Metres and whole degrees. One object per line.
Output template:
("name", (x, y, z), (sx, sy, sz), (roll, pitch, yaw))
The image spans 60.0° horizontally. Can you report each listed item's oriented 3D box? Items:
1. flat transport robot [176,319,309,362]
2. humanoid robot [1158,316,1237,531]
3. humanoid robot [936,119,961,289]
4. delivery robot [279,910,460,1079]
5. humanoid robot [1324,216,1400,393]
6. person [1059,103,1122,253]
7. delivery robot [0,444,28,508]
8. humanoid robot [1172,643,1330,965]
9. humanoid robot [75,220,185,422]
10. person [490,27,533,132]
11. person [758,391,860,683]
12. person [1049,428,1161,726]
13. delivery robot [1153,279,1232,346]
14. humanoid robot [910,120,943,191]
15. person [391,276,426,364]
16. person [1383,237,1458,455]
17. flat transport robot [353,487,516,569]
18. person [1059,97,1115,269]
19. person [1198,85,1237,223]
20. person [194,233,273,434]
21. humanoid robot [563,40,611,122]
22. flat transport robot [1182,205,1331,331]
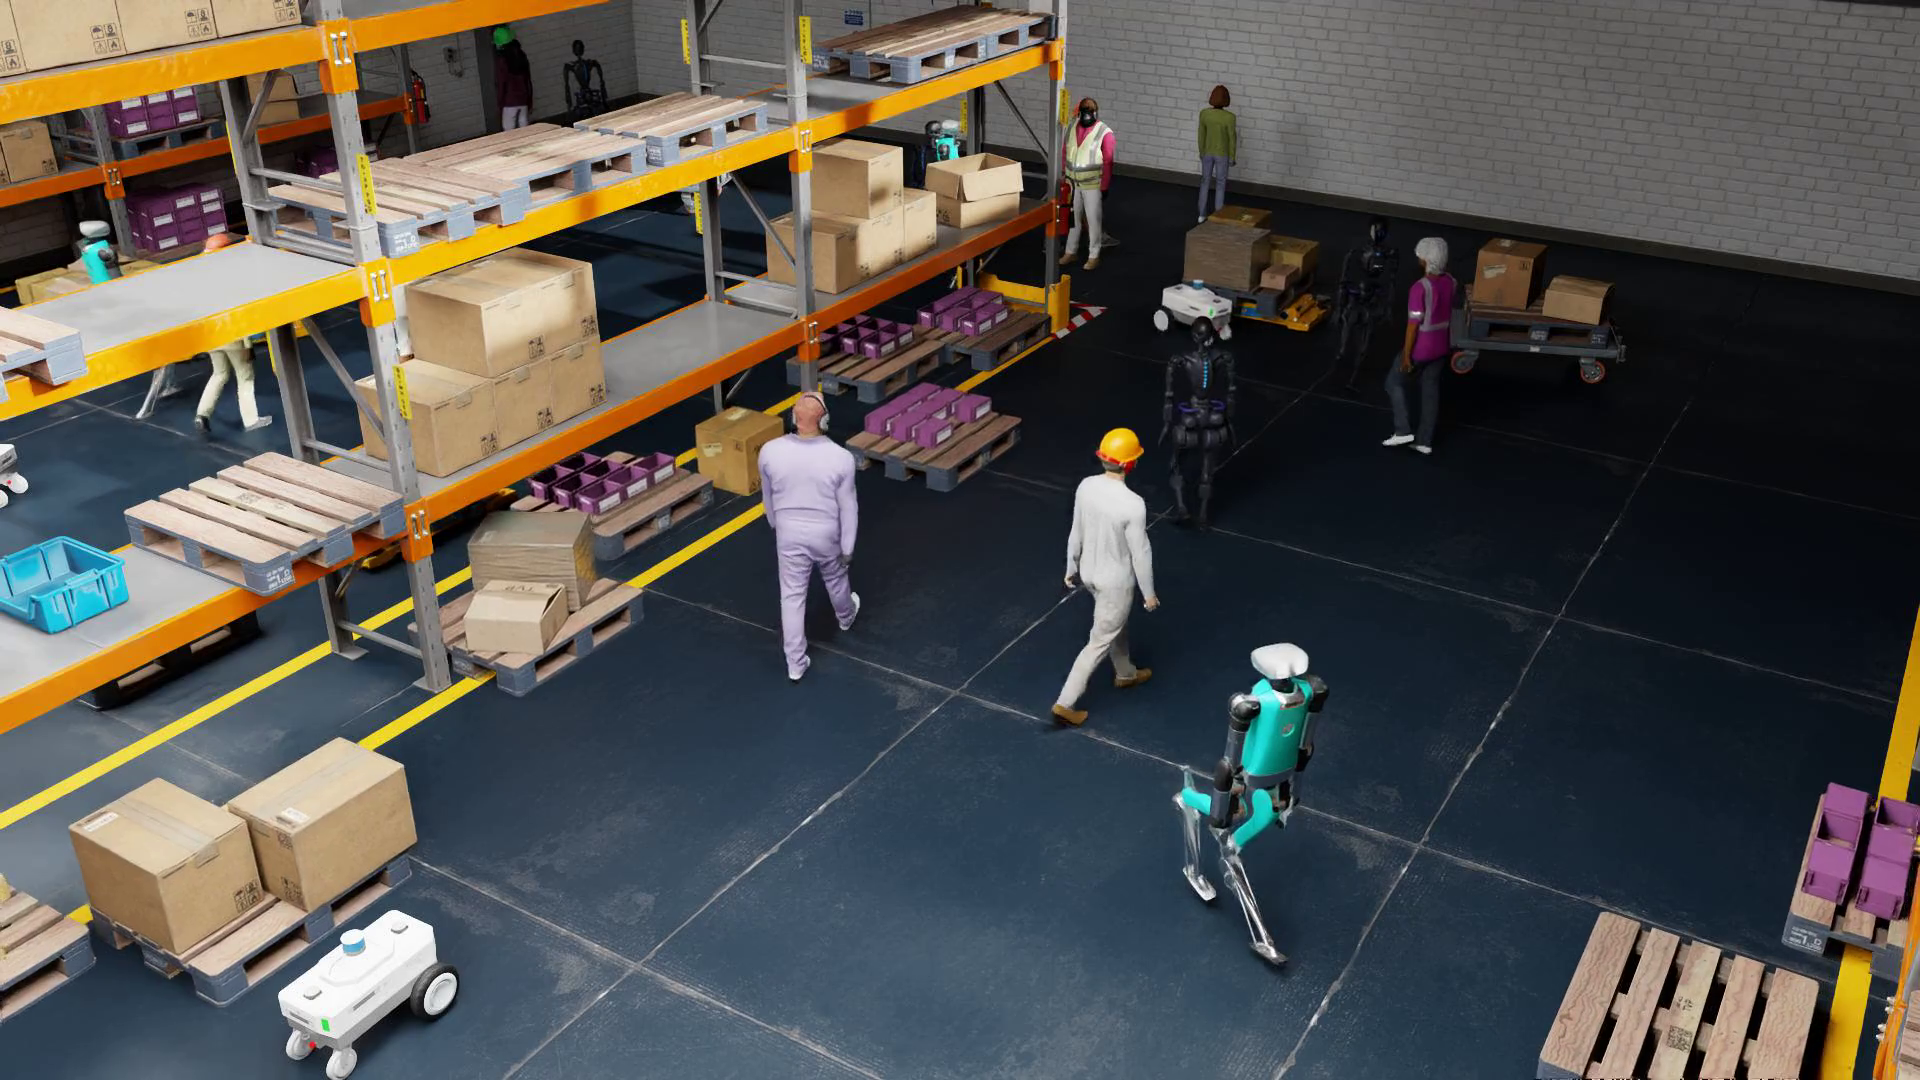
("flat transport robot", (-7.147, -2.020, 16.178), (1.431, 0.231, 0.659), (-19, 33, -33))
("humanoid robot", (1.772, -0.859, 12.326), (0.589, 1.647, 0.370), (-4, 27, -8))
("humanoid robot", (0.086, -3.508, 17.488), (0.669, 1.799, 0.553), (3, 27, 5))
("delivery robot", (-2.785, 2.081, 7.782), (0.499, 0.595, 0.792), (15, 30, 26))
("humanoid robot", (3.561, -2.094, 14.780), (0.591, 1.647, 0.429), (-6, 28, -12))
("person", (1.385, -4.050, 18.599), (0.874, 1.694, 0.581), (1, 27, 2))
("delivery robot", (-7.761, -0.560, 12.979), (0.782, 0.589, 0.499), (2, 27, 4))
("humanoid robot", (1.369, 1.207, 8.225), (0.562, 1.739, 1.039), (-13, 30, -24))
("humanoid robot", (-7.067, -1.968, 14.472), (0.536, 1.774, 0.843), (21, 33, 35))
("person", (-5.707, -5.595, 21.395), (0.395, 1.934, 0.535), (24, 35, 38))
("person", (-0.932, -0.089, 10.621), (0.643, 1.860, 0.976), (3, 27, 6))
("person", (0.869, 0.213, 10.030), (0.927, 1.861, 0.597), (-20, 33, -34))
("delivery robot", (2.306, -2.261, 16.350), (0.499, 0.606, 0.794), (-20, 33, -34))
("humanoid robot", (-0.326, -3.688, 17.917), (0.612, 1.649, 0.306), (19, 33, 33))
("person", (-5.181, -2.523, 15.355), (0.667, 1.917, 0.498), (15, 30, 26))
("person", (3.782, -1.579, 13.585), (0.532, 1.834, 0.474), (-13, 30, -24))
("flat transport robot", (-4.130, -0.208, 12.608), (0.659, 0.231, 1.431), (16, 31, 28))
("person", (1.348, -3.884, 18.110), (0.632, 1.846, 0.429), (17, 32, 30))
("person", (3.029, -4.537, 19.624), (0.499, 1.636, 0.283), (19, 33, 33))
("person", (-6.172, -1.683, 13.908), (0.593, 1.724, 0.623), (10, 28, 18))
("humanoid robot", (-4.952, -5.795, 22.070), (0.614, 1.633, 0.615), (-16, 31, -28))
("flat transport robot", (2.993, -2.421, 16.969), (1.431, 0.231, 0.659), (15, 31, 27))
